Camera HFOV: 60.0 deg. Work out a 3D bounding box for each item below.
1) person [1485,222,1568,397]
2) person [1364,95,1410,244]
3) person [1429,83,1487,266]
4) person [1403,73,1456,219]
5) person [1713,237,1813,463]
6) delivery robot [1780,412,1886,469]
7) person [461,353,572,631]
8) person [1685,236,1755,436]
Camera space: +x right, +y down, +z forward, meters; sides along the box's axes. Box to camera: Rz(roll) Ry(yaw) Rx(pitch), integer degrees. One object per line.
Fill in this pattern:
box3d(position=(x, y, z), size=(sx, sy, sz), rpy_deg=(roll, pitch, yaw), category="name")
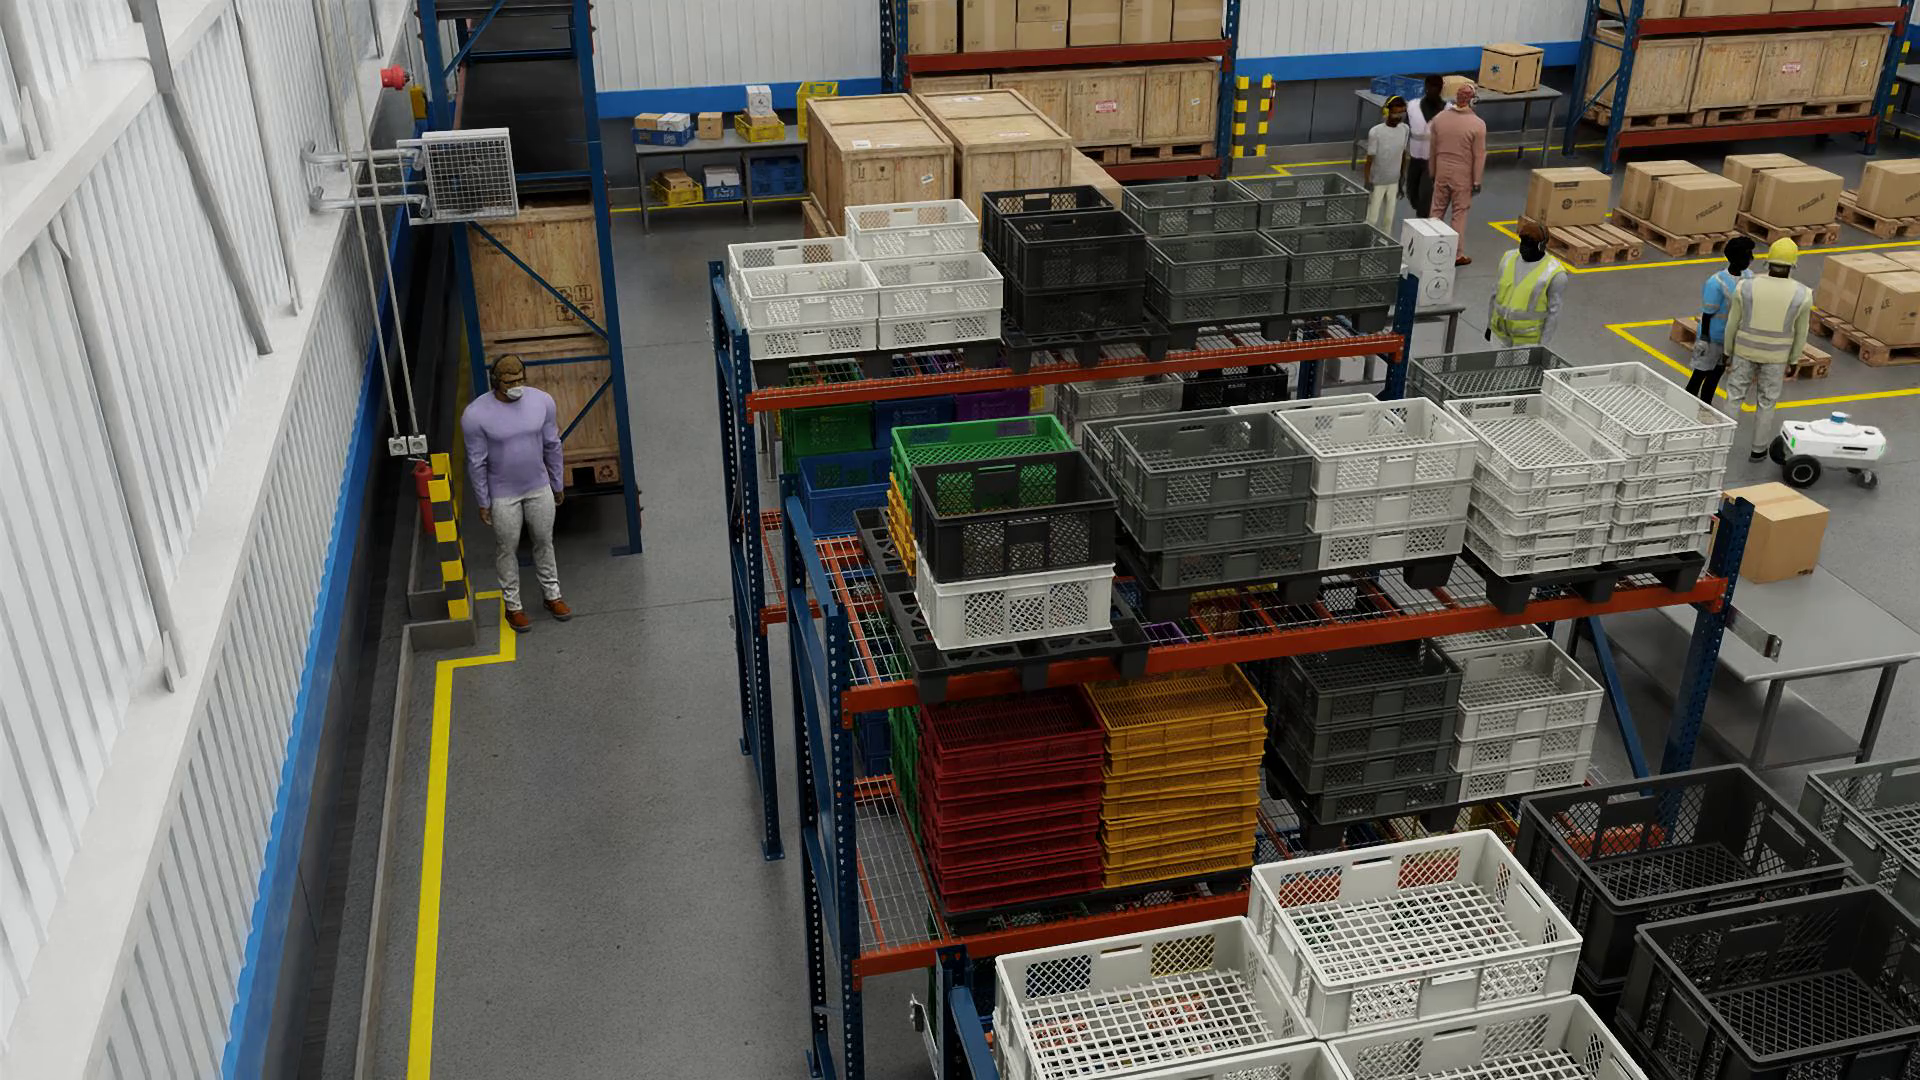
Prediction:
box3d(position=(4.543, -1.688, 13.547), size=(0.429, 1.844, 0.622), rpy_deg=(-21, 34, -34), category="person")
box3d(position=(4.449, -3.718, 17.388), size=(0.516, 1.857, 0.346), rpy_deg=(-11, 30, -20), category="person")
box3d(position=(5.261, -3.867, 17.613), size=(0.407, 1.908, 0.641), rpy_deg=(-24, 36, -37), category="person")
box3d(position=(5.136, -4.215, 18.295), size=(0.638, 1.892, 0.664), rpy_deg=(17, 32, 29), category="person")
box3d(position=(6.367, -1.503, 13.203), size=(0.590, 1.836, 0.404), rpy_deg=(14, 31, 25), category="person")
box3d(position=(6.856, -0.770, 13.079), size=(0.707, 0.478, 0.477), rpy_deg=(5, 28, 9), category="delivery robot")
box3d(position=(-2.874, -0.326, 10.873), size=(0.625, 1.932, 0.374), rpy_deg=(-18, 32, -30), category="person")
box3d(position=(6.252, -1.677, 13.679), size=(0.540, 1.696, 0.316), rpy_deg=(-16, 32, -28), category="person")
